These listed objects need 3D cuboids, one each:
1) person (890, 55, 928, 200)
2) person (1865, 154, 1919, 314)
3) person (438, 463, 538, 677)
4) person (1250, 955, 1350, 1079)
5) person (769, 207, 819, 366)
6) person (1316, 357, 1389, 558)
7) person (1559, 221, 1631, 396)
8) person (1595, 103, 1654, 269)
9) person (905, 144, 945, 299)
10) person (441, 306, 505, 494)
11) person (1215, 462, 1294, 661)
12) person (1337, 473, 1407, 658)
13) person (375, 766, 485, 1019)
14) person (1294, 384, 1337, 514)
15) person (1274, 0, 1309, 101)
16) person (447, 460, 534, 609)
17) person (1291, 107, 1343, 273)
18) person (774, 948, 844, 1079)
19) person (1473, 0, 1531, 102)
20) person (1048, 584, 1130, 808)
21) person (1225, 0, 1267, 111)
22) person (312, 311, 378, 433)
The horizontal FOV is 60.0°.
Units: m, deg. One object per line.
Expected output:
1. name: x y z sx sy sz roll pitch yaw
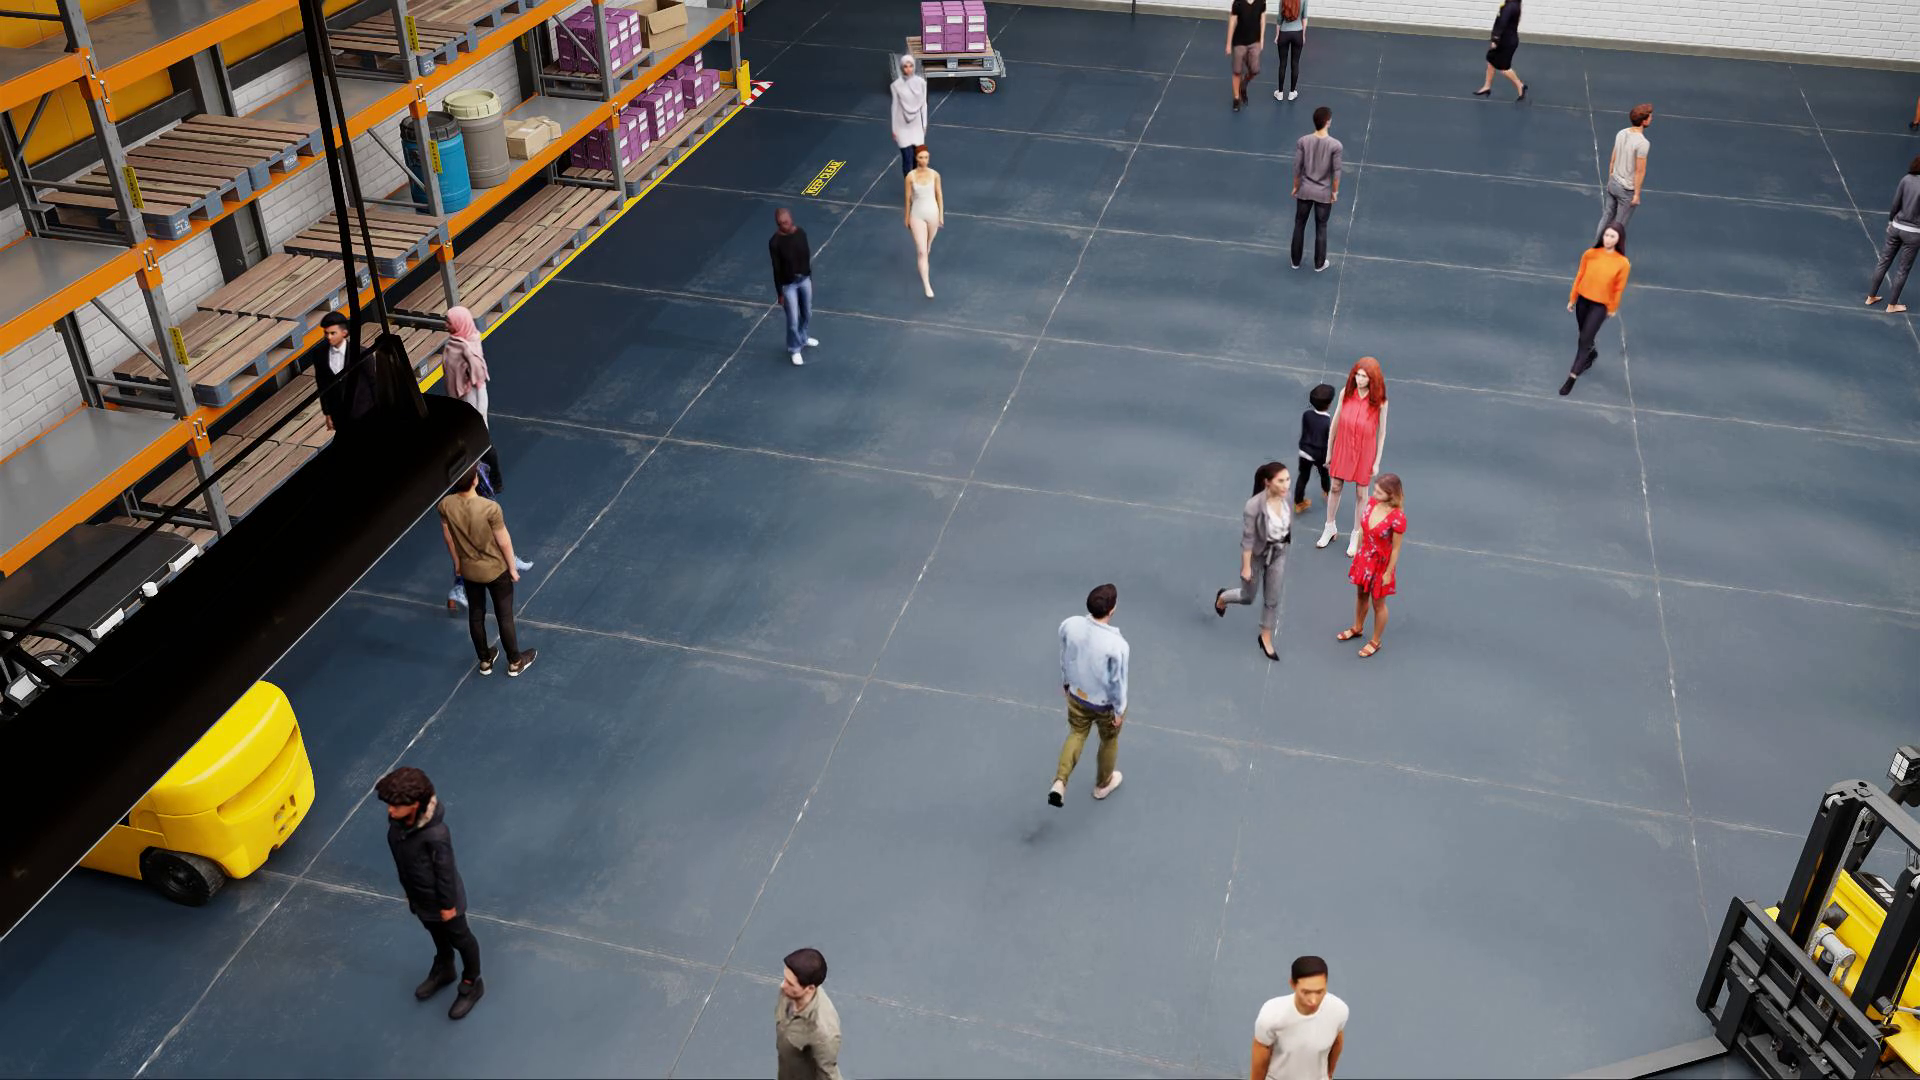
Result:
1. person: -0.641 -5.088 20.428 0.740 1.766 0.787 -6 34 -9
2. person: 10.104 -3.305 17.744 0.739 1.767 0.679 -18 37 -25
3. person: -3.553 0.206 12.386 0.673 1.851 0.578 6 34 9
4. person: 1.705 2.744 8.627 0.788 1.785 0.878 -2 34 -3
5. person: -1.665 -2.571 16.684 0.981 1.718 0.868 22 39 29
6. person: 3.268 -0.697 13.768 0.655 1.826 0.603 18 38 25
7. person: 6.247 -2.324 16.324 1.224 1.706 1.007 -29 43 -36
8. person: 7.420 -3.956 18.606 0.801 1.898 0.699 -11 35 -17
9. person: -0.405 -3.553 18.269 0.922 1.598 1.117 -9 35 -13
10. person: -4.271 -1.215 14.567 0.798 1.804 0.739 -18 38 -25
11. person: 2.260 0.114 12.696 0.961 1.661 1.022 -18 38 -25
12. person: 3.182 0.166 12.680 0.720 1.592 0.658 -17 37 -24
13. person: -3.076 2.020 9.726 0.691 1.774 0.679 20 39 27
14. person: 3.049 -0.766 14.432 0.862 1.205 0.732 -28 43 -36
15. person: 4.662 -7.088 23.459 0.592 1.742 0.560 6 34 8
16. person: -3.901 -0.159 13.185 1.146 1.574 0.972 -27 42 -35
17. person: 3.969 -3.911 18.580 0.701 1.851 0.587 14 36 19
18. person: -0.688 2.763 8.545 1.165 1.845 1.113 -17 37 -24
19. person: 7.712 -6.947 23.333 0.882 1.647 1.027 16 37 22
20. person: 0.853 1.085 11.115 0.891 1.795 1.064 22 40 30
21. person: 3.965 -6.954 23.161 0.810 1.849 0.813 -3 34 -4
22. person: -5.226 -1.122 14.354 0.739 1.884 0.631 2 34 2
